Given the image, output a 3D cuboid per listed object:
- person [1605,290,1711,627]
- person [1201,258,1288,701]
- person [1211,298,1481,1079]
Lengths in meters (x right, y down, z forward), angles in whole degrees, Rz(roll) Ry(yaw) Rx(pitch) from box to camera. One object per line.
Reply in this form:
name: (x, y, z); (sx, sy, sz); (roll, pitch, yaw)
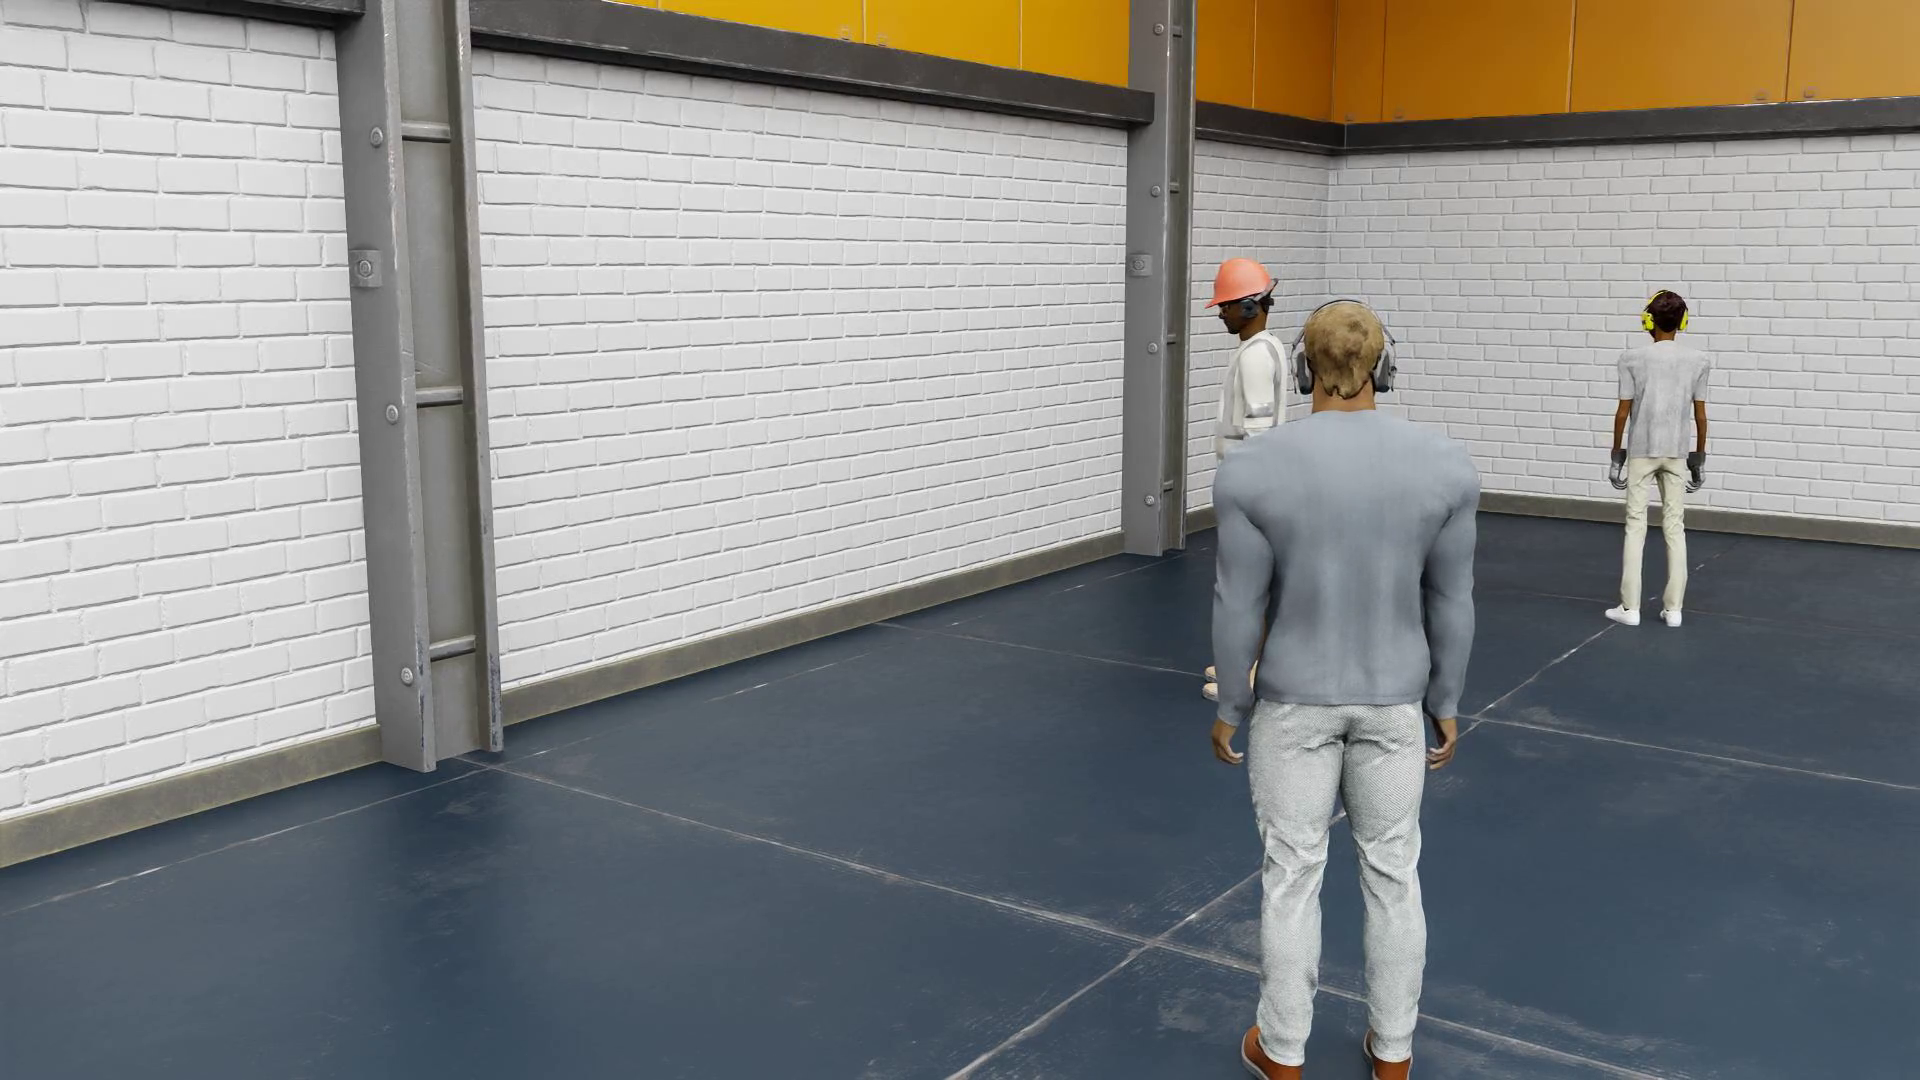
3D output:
person: (3.887, -0.448, 9.244); (0.509, 1.864, 0.331); (1, 10, 8)
person: (1.306, -0.269, 7.662); (0.386, 2.034, 0.604); (2, 10, 12)
person: (0.904, 0.397, 3.997); (0.627, 1.934, 0.370); (0, 10, 1)
